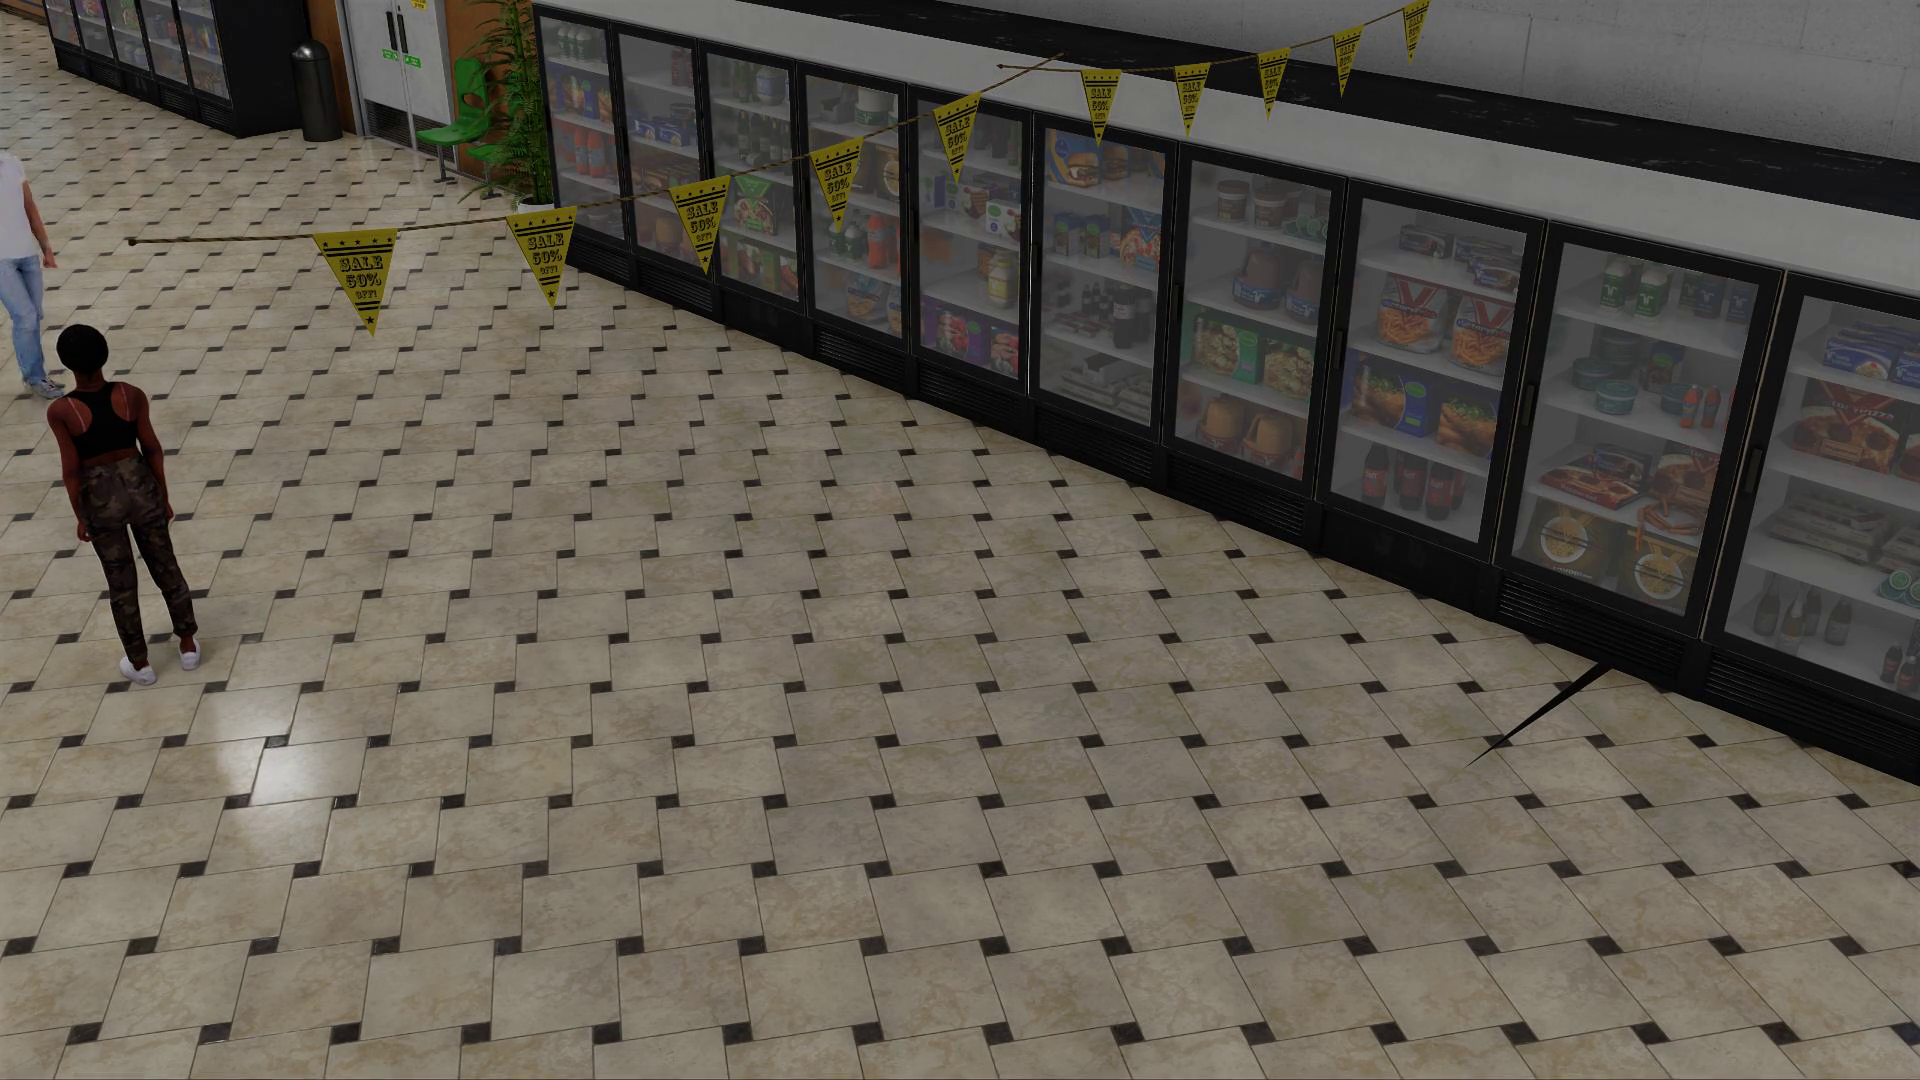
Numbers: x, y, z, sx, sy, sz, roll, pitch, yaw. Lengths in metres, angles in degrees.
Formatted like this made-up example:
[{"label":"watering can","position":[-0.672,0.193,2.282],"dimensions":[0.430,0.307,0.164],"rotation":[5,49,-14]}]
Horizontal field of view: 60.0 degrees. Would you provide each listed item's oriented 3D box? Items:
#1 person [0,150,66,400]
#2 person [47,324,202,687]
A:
[{"label":"person","position":[-6.025,-1.789,10.421],"dimensions":[0.867,1.848,0.772],"rotation":[9,28,17]},{"label":"person","position":[-3.703,-0.152,7.356],"dimensions":[0.490,1.701,0.645],"rotation":[-21,34,-35]}]
